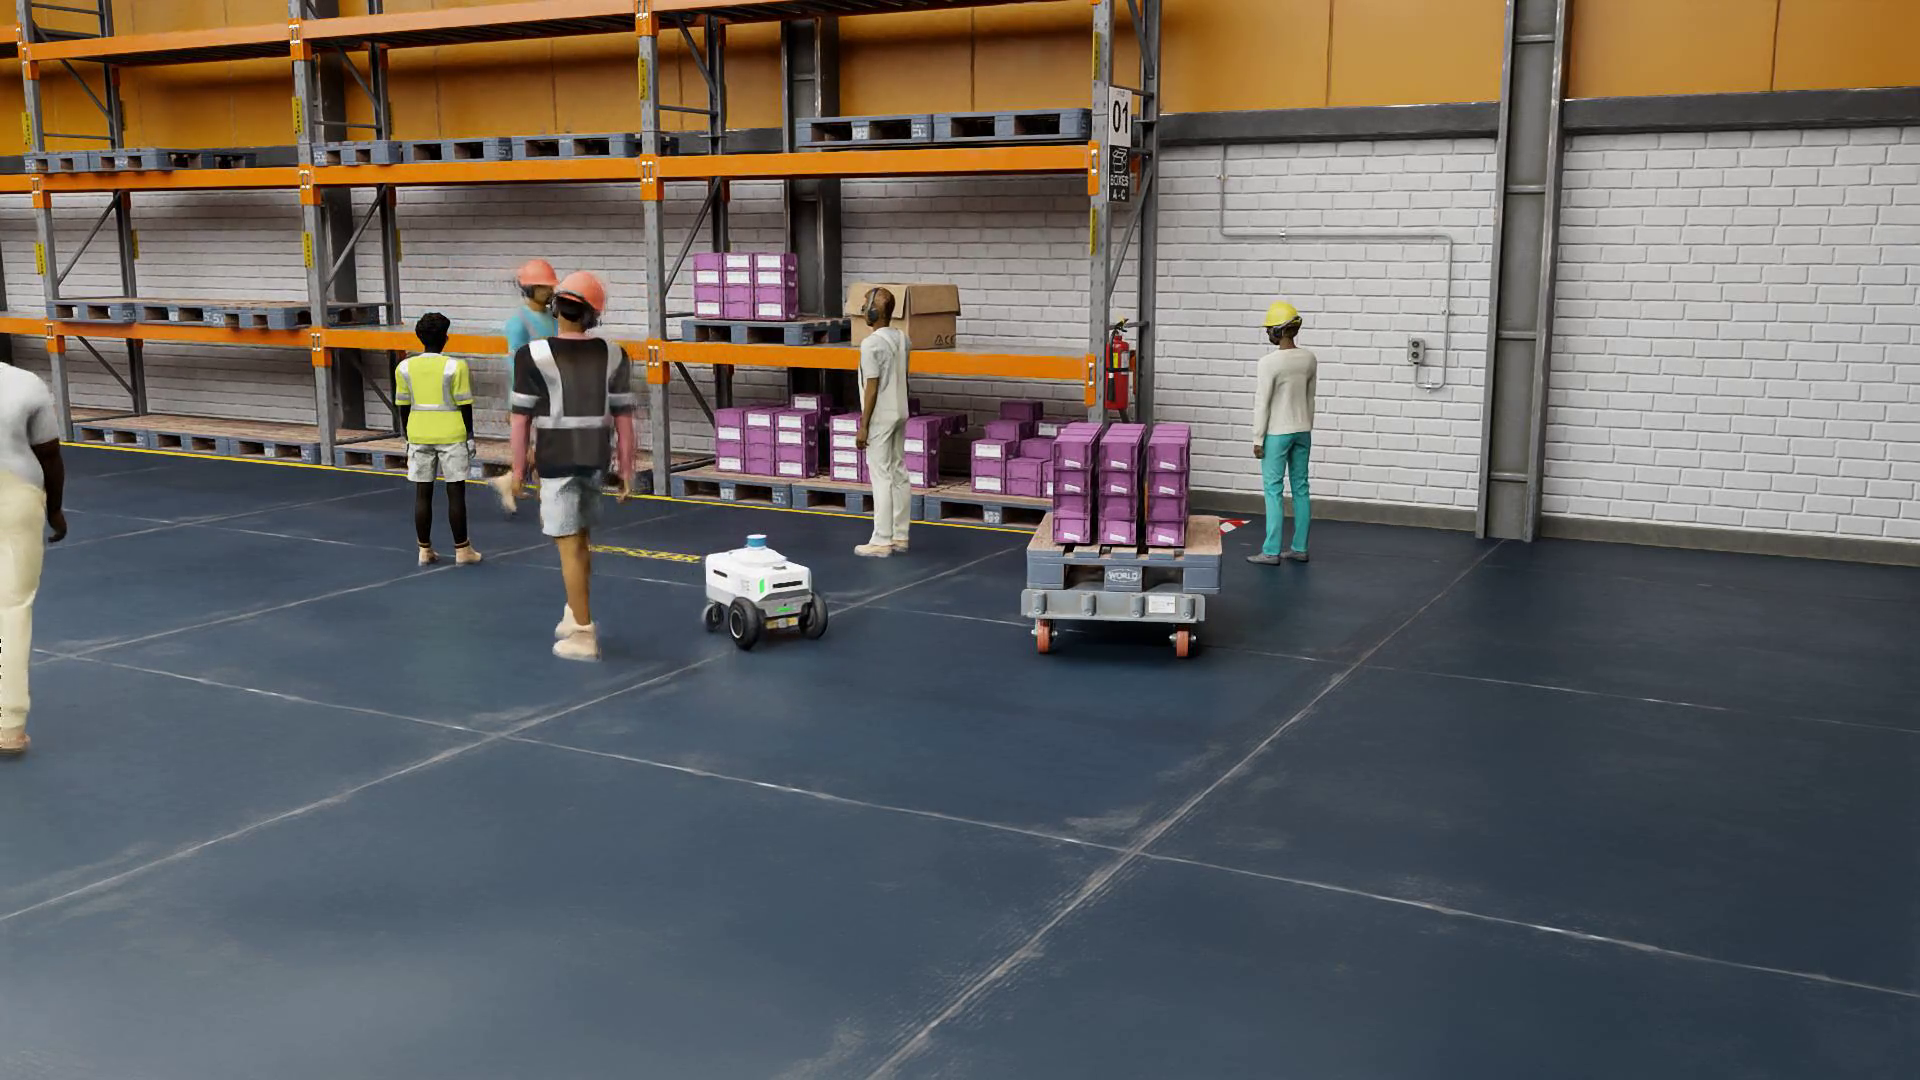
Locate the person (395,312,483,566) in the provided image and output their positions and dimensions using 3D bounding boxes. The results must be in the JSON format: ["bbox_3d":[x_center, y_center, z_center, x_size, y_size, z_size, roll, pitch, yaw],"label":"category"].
[{"bbox_3d":[-3.463,-0.661,11.049,0.533,1.693,0.319,1,10,8],"label":"person"}]

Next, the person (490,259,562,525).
[{"bbox_3d":[-3.213,-1.087,12.466,0.726,2.027,0.614,3,11,15],"label":"person"}]

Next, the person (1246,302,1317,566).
[{"bbox_3d":[2.152,-0.704,11.116,0.524,1.761,0.338,-7,12,-33],"label":"person"}]

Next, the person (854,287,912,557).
[{"bbox_3d":[-0.530,-0.803,11.407,0.343,1.847,0.506,6,12,31],"label":"person"}]

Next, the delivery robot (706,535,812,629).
[{"bbox_3d":[-1.109,0.214,9.119,0.477,0.478,0.707,-7,12,-33],"label":"delivery robot"}]

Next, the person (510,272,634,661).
[{"bbox_3d":[-2.074,-0.386,8.719,0.603,1.998,0.740,-9,14,-40],"label":"person"}]

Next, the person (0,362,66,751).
[{"bbox_3d":[-4.255,-0.133,7.200,0.688,2.000,1.005,-4,11,-20],"label":"person"}]
